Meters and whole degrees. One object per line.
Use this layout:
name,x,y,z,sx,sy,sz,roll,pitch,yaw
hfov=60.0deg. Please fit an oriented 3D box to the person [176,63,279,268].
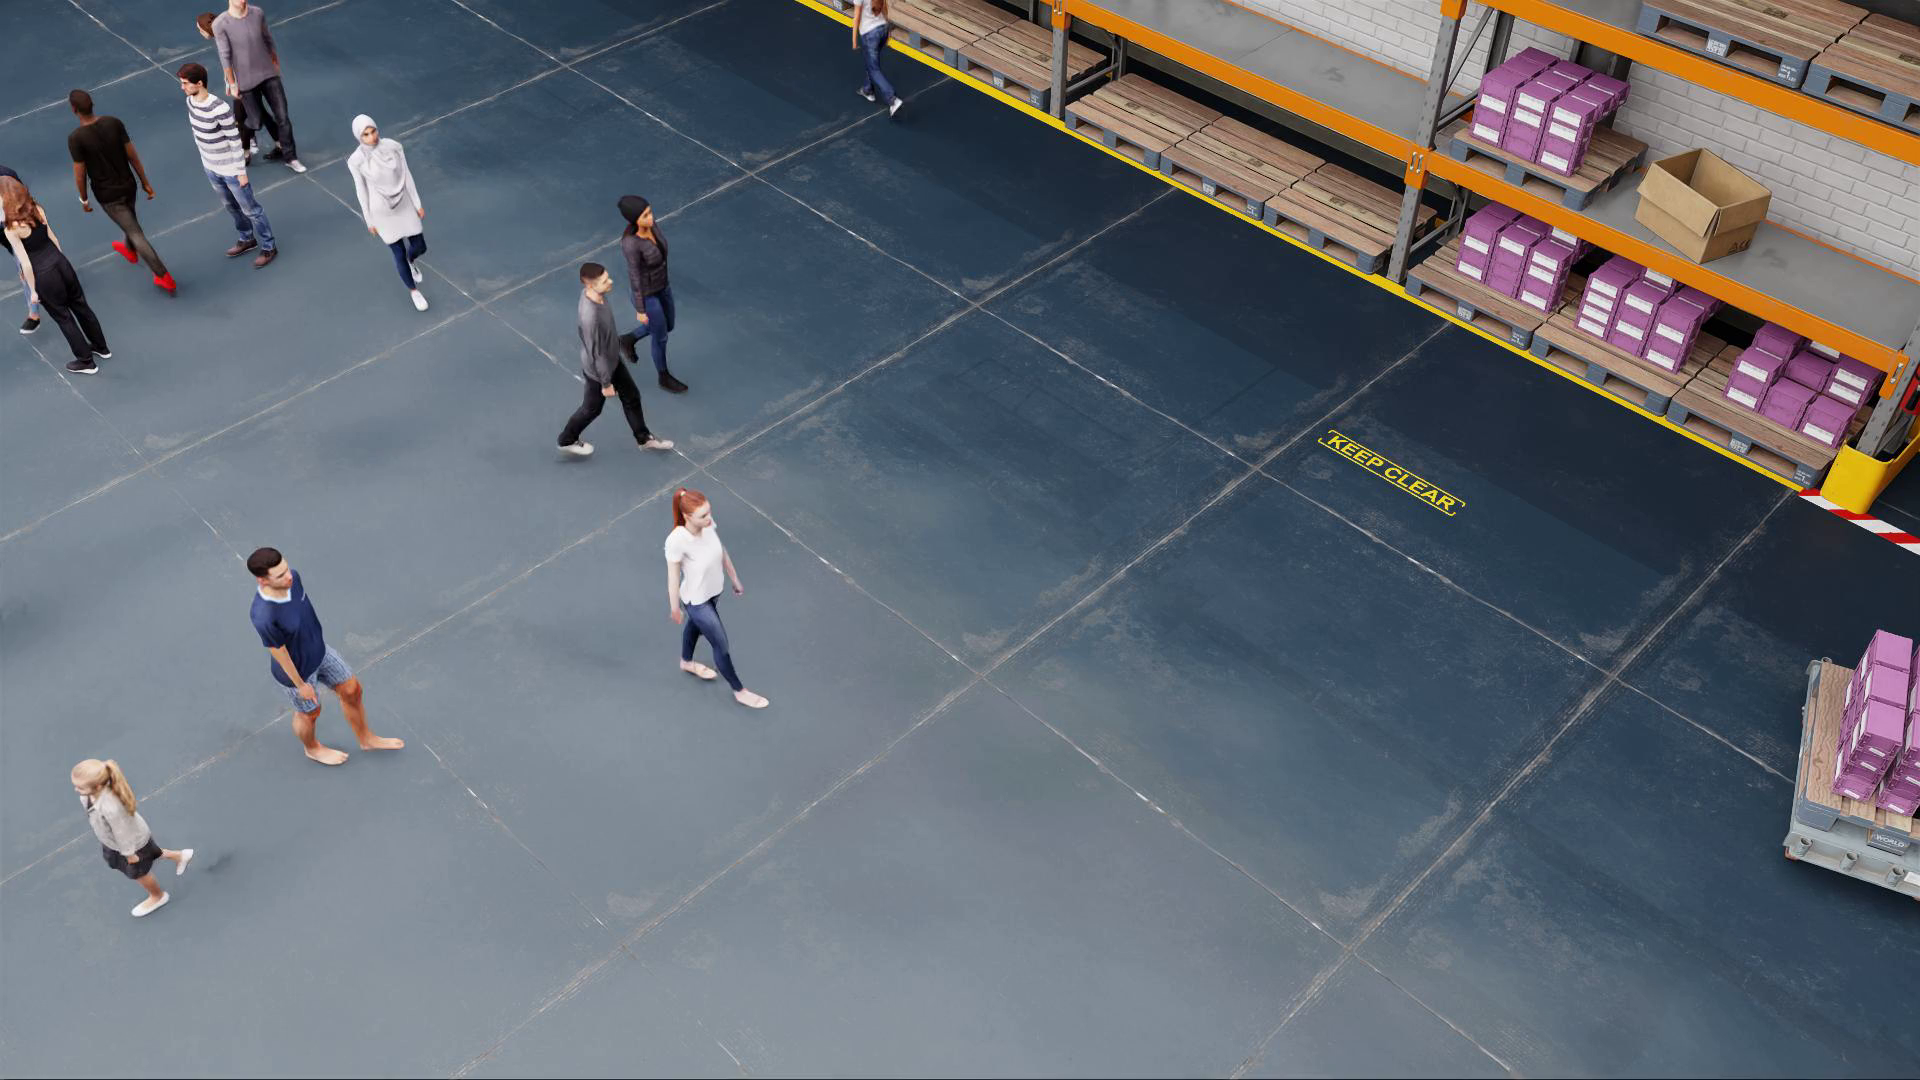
person,-6.239,-3.201,14.134,0.547,1.853,0.758,23,48,22

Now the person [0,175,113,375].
person,-7.117,-2.079,13.033,0.665,1.747,0.656,11,45,12

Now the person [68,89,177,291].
person,-6.971,-2.864,13.850,1.200,1.758,0.792,27,50,25

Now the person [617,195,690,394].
person,-2.468,-1.903,12.860,0.999,1.731,0.831,16,46,16

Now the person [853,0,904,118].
person,-0.795,-4.864,16.111,0.612,1.533,1.031,-30,51,-28

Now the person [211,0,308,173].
person,-6.509,-4.276,15.277,0.955,1.832,0.687,34,53,30

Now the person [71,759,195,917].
person,-4.704,1.644,9.474,0.638,1.265,0.638,-25,49,-24

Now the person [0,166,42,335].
person,-7.742,-2.614,13.683,1.152,1.625,1.167,2,44,2

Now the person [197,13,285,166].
person,-6.590,-4.215,15.493,0.817,1.445,0.845,-19,47,-19

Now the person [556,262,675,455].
person,-2.709,-1.271,12.205,1.149,1.719,1.120,-3,44,-3

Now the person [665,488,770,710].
person,-1.726,0.317,10.548,1.053,1.706,0.821,17,46,17

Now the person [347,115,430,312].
person,-4.693,-2.739,13.711,0.734,1.767,0.839,-24,48,-23

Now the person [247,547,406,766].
person,-4.049,0.716,10.041,0.981,1.827,0.879,7,44,8
